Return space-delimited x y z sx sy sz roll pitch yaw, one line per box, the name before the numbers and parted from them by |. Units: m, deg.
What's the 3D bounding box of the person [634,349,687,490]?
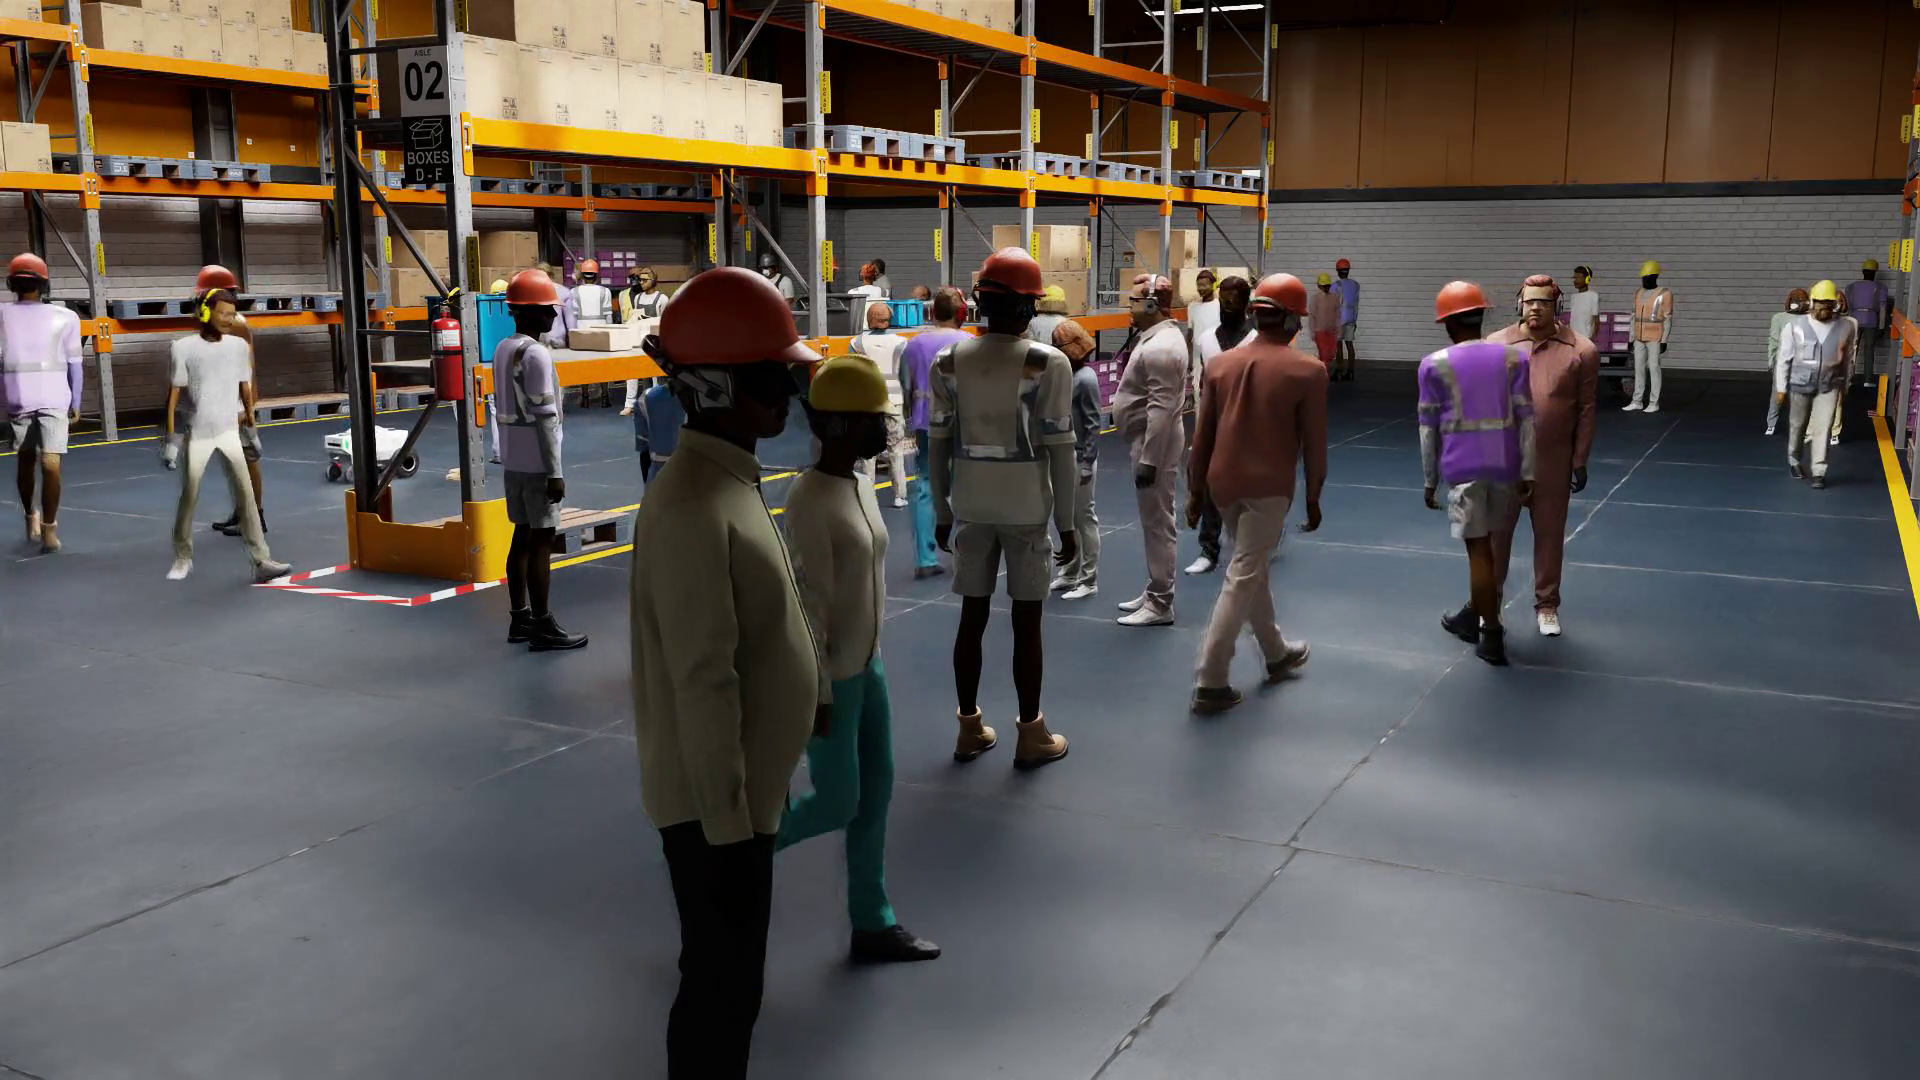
person | -1.296 -0.173 7.876 0.548 1.697 0.317 6 11 30

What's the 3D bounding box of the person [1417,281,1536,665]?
person | 2.574 -0.356 8.419 0.548 1.873 0.868 -1 10 -5

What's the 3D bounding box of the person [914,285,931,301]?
person | -0.496 -2.409 21.064 0.552 1.611 0.399 5 11 27

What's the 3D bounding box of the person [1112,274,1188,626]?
person | 1.030 -0.486 9.076 0.404 1.911 0.636 2 10 9

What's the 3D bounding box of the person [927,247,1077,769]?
person | 0.182 -0.122 6.574 0.616 2.041 0.382 5 11 25

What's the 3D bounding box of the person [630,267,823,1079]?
person | -0.441 0.481 3.223 0.375 1.995 0.611 -1 10 -5

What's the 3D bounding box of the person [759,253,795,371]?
person | -2.840 -3.294 24.944 0.685 2.000 0.535 4 11 22

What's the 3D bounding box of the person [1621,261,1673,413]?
person | 8.725 -2.574 21.113 0.386 1.922 0.594 -5 11 -27

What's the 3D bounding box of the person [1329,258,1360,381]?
person | 6.048 -3.480 26.327 0.548 1.934 0.374 -5 11 -25

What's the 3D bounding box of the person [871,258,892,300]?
person | -1.280 -3.588 26.973 0.373 1.931 0.639 -3 10 -16

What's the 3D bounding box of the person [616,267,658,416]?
person | -3.975 -2.451 20.639 0.620 1.845 0.430 2 10 14

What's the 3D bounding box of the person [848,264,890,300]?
person | -1.171 -2.594 21.350 0.578 1.883 0.353 -3 10 -19

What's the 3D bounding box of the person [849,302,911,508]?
person | -0.628 -1.059 13.172 0.521 1.636 0.311 0 10 -2

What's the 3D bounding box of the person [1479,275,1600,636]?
person | 3.025 -0.444 8.837 0.643 1.908 0.410 4 10 21

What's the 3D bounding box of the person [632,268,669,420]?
person | -3.709 -2.344 20.007 0.507 1.847 0.351 5 11 28

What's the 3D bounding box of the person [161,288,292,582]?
person | -4.562 -0.627 10.192 0.962 1.806 0.642 9 13 41

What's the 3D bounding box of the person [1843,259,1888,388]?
person | 13.608 -3.252 25.029 0.593 1.924 0.380 8 13 40

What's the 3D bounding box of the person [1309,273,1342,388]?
person | 5.463 -3.150 25.014 0.589 1.721 0.601 -3 10 -18

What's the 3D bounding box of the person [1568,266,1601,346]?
person | 7.710 -2.466 20.662 0.316 1.866 0.532 -4 11 -22

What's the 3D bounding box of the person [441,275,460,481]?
person | -4.450 -1.442 14.820 0.429 1.838 0.621 -2 10 -9

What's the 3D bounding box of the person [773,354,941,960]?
person | -0.394 0.349 4.682 0.608 1.748 0.537 3 10 18

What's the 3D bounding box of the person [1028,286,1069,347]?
person | 0.930 -1.625 16.282 0.511 1.694 0.904 5 11 29

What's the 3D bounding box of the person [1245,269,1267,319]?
person | 4.428 -3.318 25.816 0.740 1.796 0.595 0 10 1

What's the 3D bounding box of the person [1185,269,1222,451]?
person | 2.533 -1.833 17.050 0.530 1.854 0.437 8 12 38

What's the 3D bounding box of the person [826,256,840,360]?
person | -1.729 -2.653 21.373 0.392 1.989 0.617 -3 10 -16

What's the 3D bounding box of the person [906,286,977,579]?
person | -0.032 -0.692 10.550 0.598 1.799 0.926 5 11 27

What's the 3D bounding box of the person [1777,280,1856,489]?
person | 7.483 -1.377 14.576 0.602 1.795 0.930 4 10 20

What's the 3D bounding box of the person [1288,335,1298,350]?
person | 2.989 -1.589 16.069 0.538 1.695 0.320 4 11 22

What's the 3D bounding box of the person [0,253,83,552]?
person | -6.338 -0.950 11.448 0.604 2.006 0.848 -3 10 -19

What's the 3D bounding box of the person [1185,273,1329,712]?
person | 1.356 -0.227 7.531 0.992 1.930 0.597 -9 14 -44

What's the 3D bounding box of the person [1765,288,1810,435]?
person | 9.215 -1.964 18.423 0.498 1.633 0.283 4 11 22

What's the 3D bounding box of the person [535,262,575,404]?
person | -5.164 -2.510 20.802 0.637 1.894 0.915 -4 11 -23

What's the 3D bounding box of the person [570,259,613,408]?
person | -4.797 -2.680 21.691 0.551 1.937 0.357 -2 10 -11

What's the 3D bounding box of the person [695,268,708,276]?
person | -3.918 -3.234 25.330 0.622 1.791 0.944 5 11 27

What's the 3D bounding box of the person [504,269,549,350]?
person | -4.213 -1.660 16.006 0.438 1.872 0.627 9 13 42

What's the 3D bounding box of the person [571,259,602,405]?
person | -4.974 -2.764 22.175 0.350 1.938 0.636 -2 10 -10

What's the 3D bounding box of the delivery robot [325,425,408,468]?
delivery robot | -5.292 -0.856 14.855 0.477 0.478 0.707 6 12 33

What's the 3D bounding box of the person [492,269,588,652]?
person | -2.160 -0.402 8.500 0.356 1.936 0.551 -7 12 -37

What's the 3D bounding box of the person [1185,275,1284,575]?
person | 1.799 -0.741 10.623 0.603 1.889 0.889 9 13 41

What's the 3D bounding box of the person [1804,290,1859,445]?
person | 9.186 -1.821 17.587 0.507 1.636 0.273 8 12 37

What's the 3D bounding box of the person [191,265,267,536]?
person | -5.254 -0.994 11.938 0.378 1.932 0.551 -7 12 -35

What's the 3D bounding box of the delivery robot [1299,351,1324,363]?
delivery robot | 5.063 -2.576 24.816 0.707 0.478 0.477 9 13 42

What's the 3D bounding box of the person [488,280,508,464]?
person | -4.382 -1.612 16.007 0.533 1.766 0.318 -5 11 -26

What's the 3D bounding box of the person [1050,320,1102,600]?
person | 0.660 -0.465 9.747 0.290 1.632 0.501 -4 10 -20
